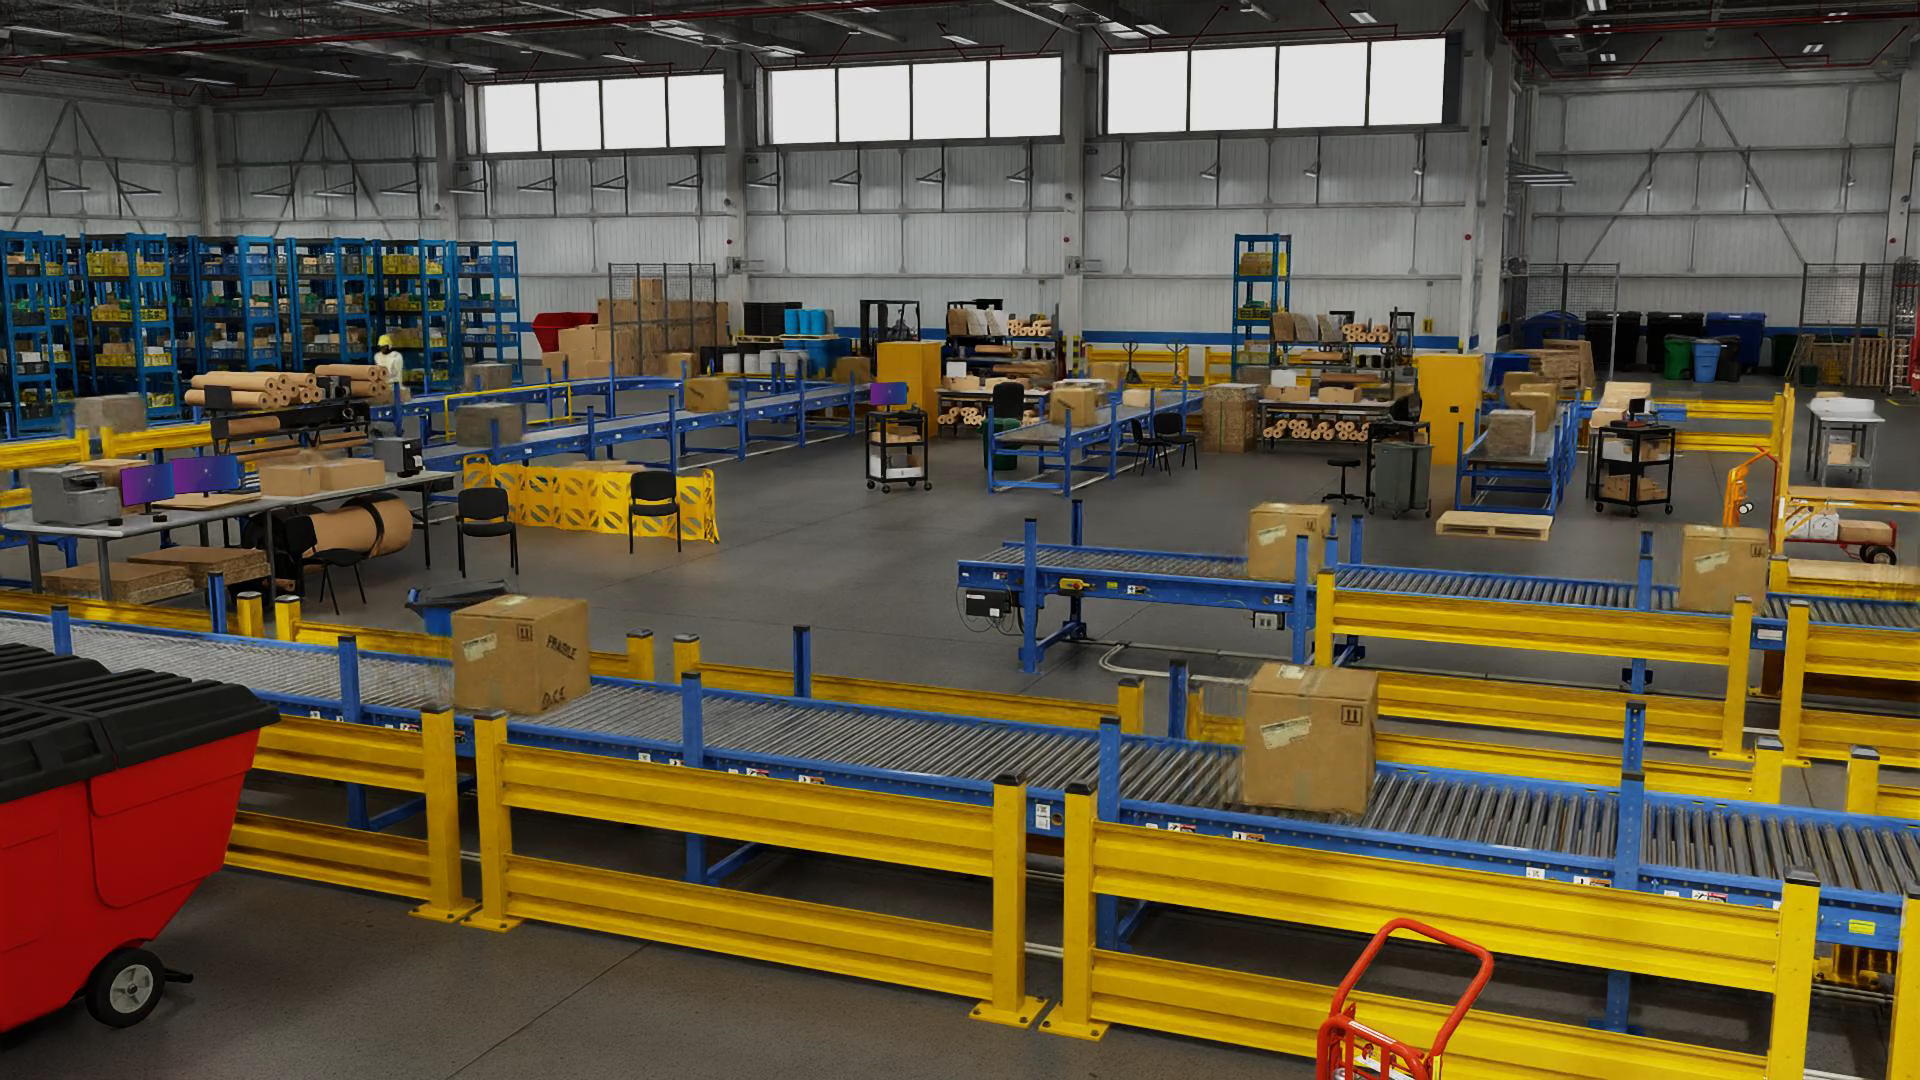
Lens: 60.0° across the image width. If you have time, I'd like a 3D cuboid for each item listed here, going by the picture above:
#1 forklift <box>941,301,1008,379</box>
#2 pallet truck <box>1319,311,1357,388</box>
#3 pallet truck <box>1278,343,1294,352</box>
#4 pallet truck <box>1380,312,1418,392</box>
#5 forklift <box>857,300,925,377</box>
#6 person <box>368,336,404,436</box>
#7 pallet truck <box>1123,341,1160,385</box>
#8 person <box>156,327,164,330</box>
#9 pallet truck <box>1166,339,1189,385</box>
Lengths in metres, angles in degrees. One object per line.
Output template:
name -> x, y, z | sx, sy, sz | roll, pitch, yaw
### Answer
forklift -> 0.365, -4.966, 41.571 | 1.157, 1.987, 2.680 | 3, 10, 20
pallet truck -> 9.071, -4.419, 39.190 | 0.823, 1.965, 1.885 | 5, 10, 26
pallet truck -> 7.886, -4.163, 39.743 | 0.653, 1.274, 1.630 | 4, 10, 22
pallet truck -> 10.207, -4.283, 38.369 | 0.823, 1.965, 1.885 | 3, 10, 20
forklift -> -1.732, -5.109, 42.468 | 1.157, 1.987, 2.680 | 4, 10, 22
person -> -10.193, -2.726, 29.546 | 0.613, 1.785, 0.900 | 2, 10, 14
pallet truck -> 4.445, -4.380, 41.279 | 0.680, 1.201, 1.601 | 4, 10, 22
person -> -18.024, -4.057, 37.518 | 0.571, 1.831, 0.401 | -7, 12, -37
pallet truck -> 5.418, -4.269, 40.420 | 0.704, 1.261, 1.522 | 3, 10, 20
